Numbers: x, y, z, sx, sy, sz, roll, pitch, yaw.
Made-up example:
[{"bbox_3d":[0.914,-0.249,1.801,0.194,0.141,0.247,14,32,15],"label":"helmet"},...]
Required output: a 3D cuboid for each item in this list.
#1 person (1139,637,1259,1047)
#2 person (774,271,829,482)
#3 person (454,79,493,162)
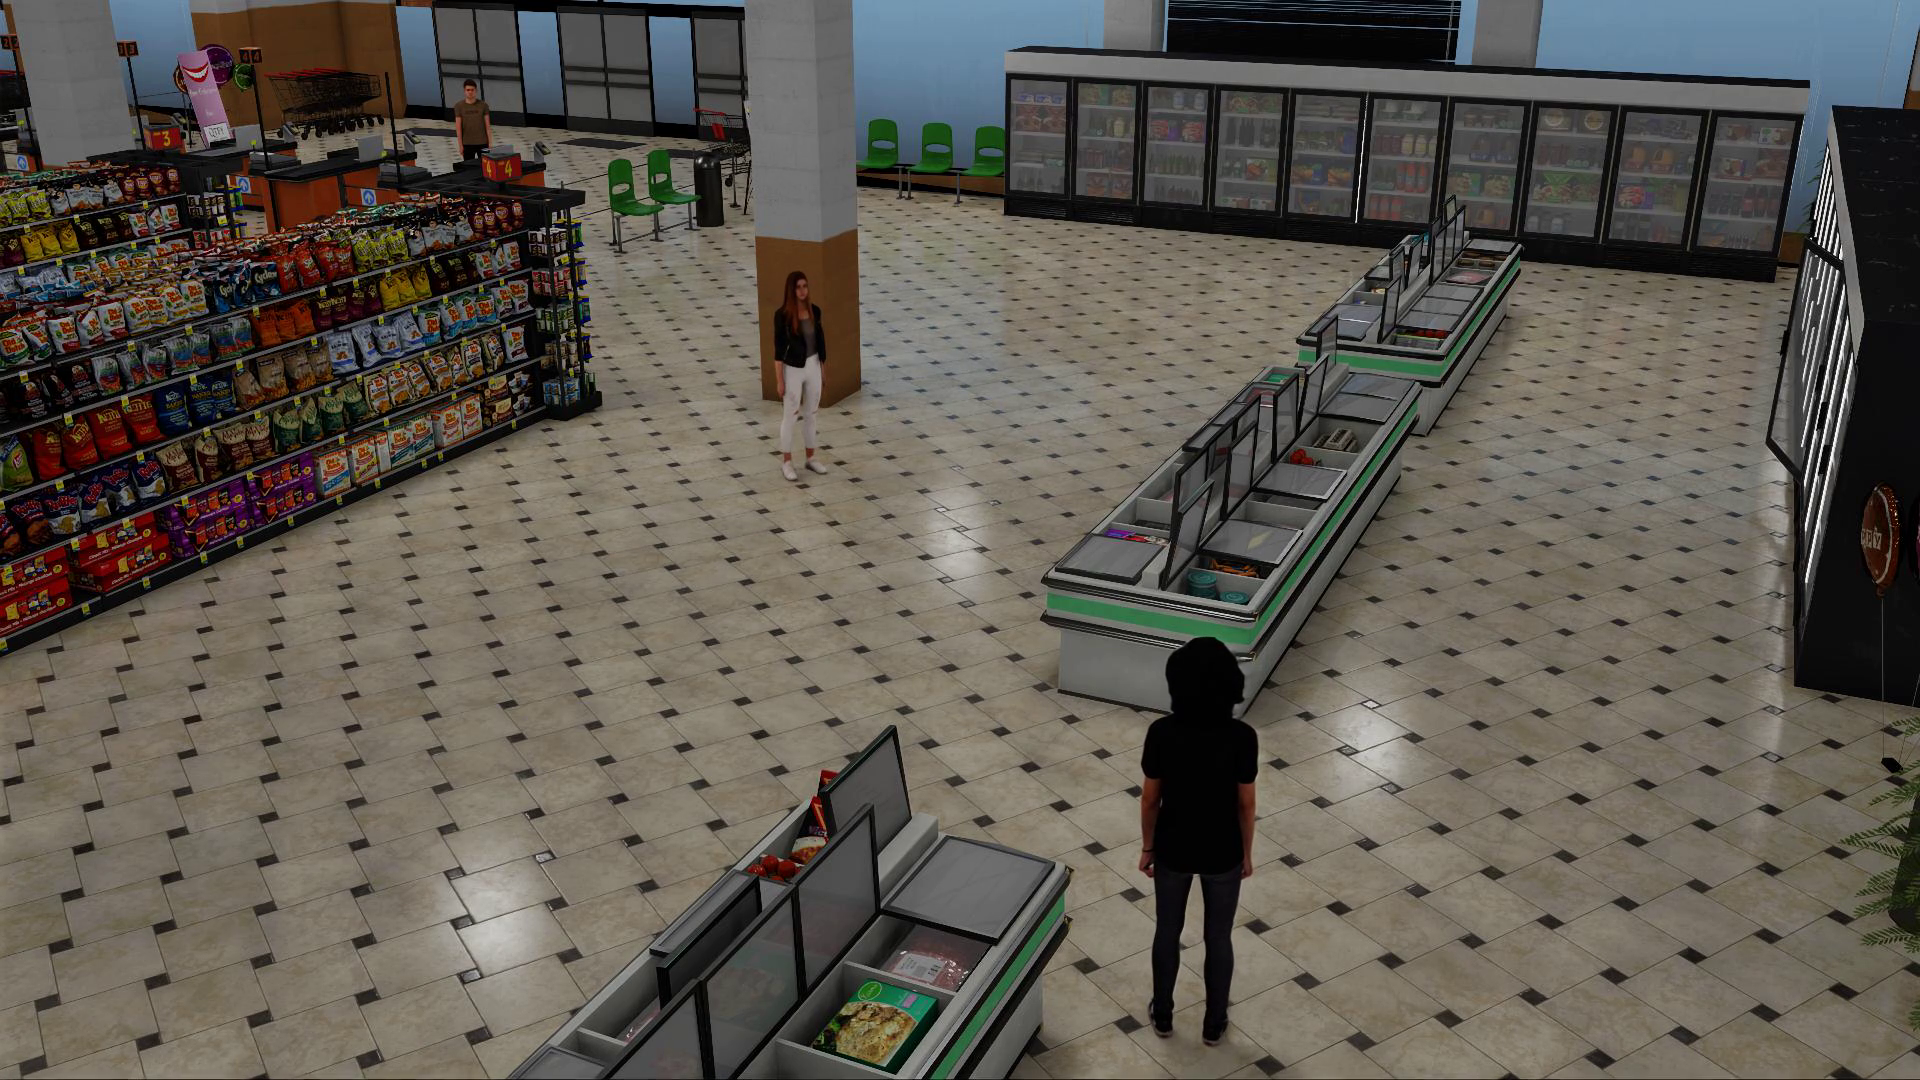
[{"bbox_3d":[0.977,1.256,6.847,0.675,1.828,0.601,4,22,11],"label":"person"},{"bbox_3d":[-1.293,-1.347,13.493,0.629,1.703,0.746,-15,26,-32],"label":"person"},{"bbox_3d":[-7.122,-5.819,24.423,0.729,1.852,0.805,-9,24,-22],"label":"person"}]
